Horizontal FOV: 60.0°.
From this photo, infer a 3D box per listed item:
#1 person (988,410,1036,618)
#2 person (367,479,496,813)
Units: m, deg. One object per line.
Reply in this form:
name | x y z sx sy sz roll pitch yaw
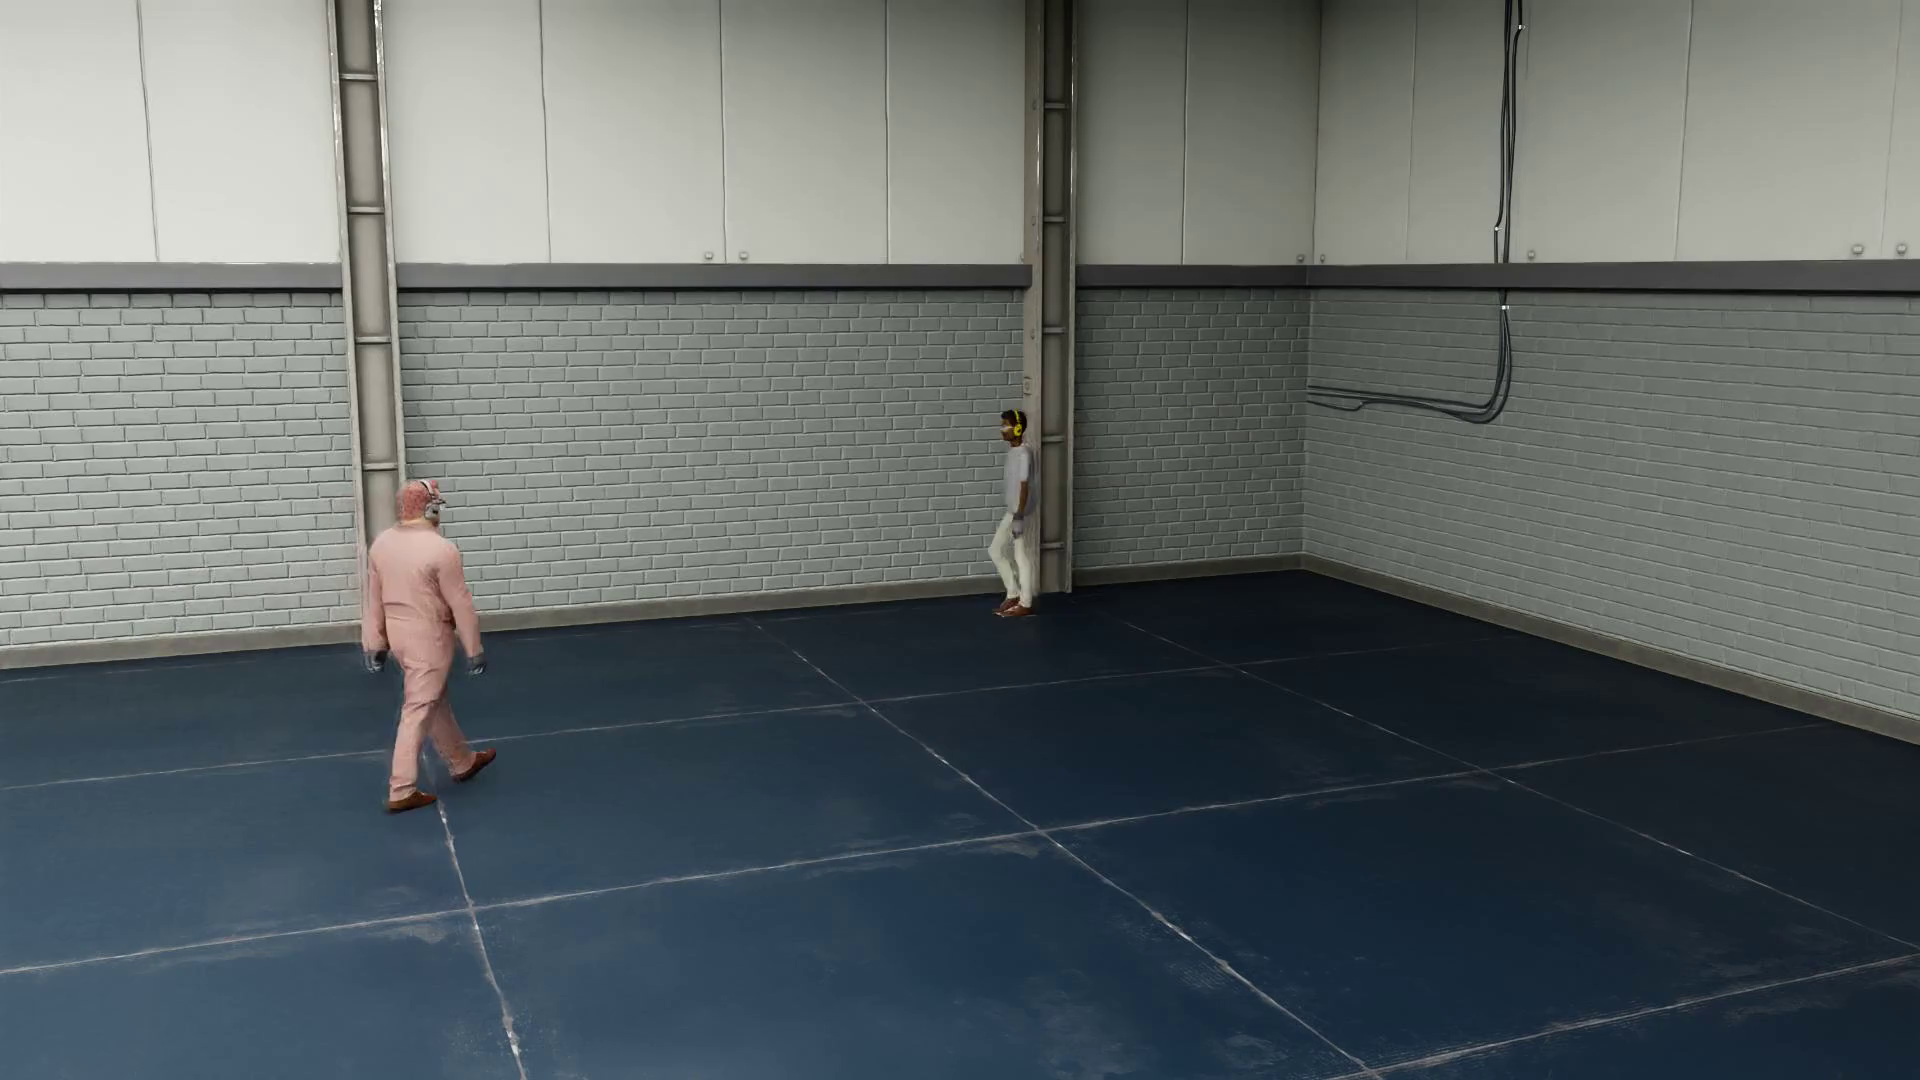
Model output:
person | 0.439 -0.220 14.666 0.492 1.856 0.551 -2 9 -15
person | -2.984 0.577 9.609 0.670 1.865 0.945 6 11 35
